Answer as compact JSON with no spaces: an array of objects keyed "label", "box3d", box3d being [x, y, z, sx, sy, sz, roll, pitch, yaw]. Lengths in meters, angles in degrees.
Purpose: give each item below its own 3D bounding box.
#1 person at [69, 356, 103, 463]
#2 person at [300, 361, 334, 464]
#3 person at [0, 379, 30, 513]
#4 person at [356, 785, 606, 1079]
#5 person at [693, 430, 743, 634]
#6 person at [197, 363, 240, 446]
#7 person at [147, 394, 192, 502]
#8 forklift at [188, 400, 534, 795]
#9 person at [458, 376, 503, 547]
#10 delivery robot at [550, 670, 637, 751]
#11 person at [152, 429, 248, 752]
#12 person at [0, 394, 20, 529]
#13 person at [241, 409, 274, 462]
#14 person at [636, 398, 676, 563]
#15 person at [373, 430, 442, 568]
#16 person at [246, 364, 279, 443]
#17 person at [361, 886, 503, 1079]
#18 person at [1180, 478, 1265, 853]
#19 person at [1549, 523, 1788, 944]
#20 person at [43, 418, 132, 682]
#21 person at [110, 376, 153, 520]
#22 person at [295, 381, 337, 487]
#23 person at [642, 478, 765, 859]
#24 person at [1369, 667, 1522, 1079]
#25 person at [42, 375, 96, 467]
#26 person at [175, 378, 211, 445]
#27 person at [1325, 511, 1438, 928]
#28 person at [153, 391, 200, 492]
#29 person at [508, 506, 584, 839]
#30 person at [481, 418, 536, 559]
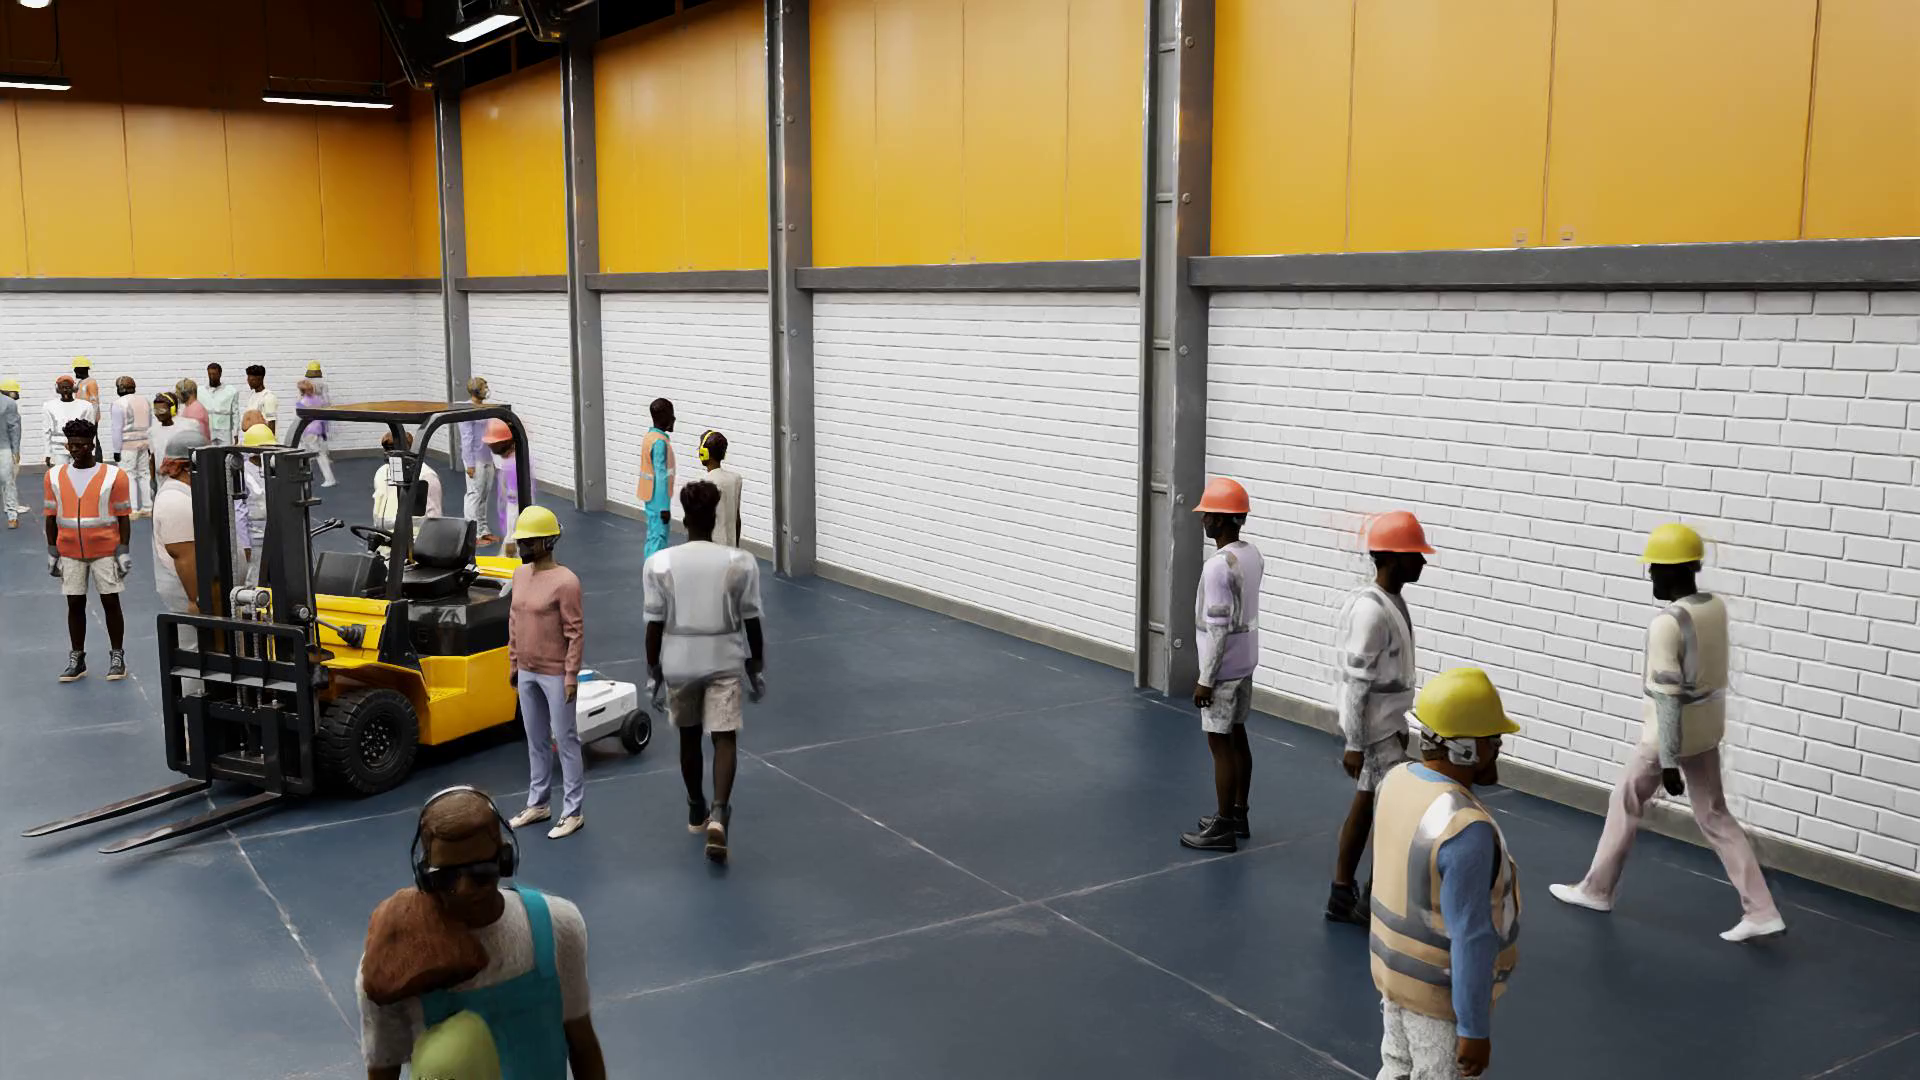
[{"label":"person","box3d":[-13.383,-1.855,25.491,0.587,1.927,0.369,8,12,43]},{"label":"person","box3d":[-10.853,-2.143,28.045,0.493,1.743,0.295,0,8,2]},{"label":"person","box3d":[-12.433,-1.233,21.846,0.330,1.765,0.533,-3,9,-20]},{"label":"person","box3d":[-1.058,1.423,3.762,0.539,1.827,0.701,-6,10,-36]},{"label":"person","box3d":[-1.830,0.113,12.414,0.328,1.872,0.513,5,10,33]},{"label":"person","box3d":[-10.346,-1.512,23.197,0.593,1.922,0.391,-1,9,-8]},{"label":"person","box3d":[-8.041,-0.558,16.980,0.505,1.864,0.331,1,8,7]},{"label":"forklift","box3d":[-3.529,0.258,10.348,1.214,2.155,2.313,4,9,25]},{"label":"person","box3d":[-5.479,-0.893,18.967,0.368,1.940,0.633,1,9,8]},{"label":"delivery robot","box3d":[-2.303,1.044,10.233,0.477,0.478,0.707,3,9,22]},{"label":"person","box3d":[-4.800,0.306,10.539,0.538,2.000,0.683,-4,9,-25]},{"label":"person","box3d":[-11.811,-1.080,20.286,0.630,1.929,0.392,-3,9,-22]},{"label":"person","box3d":[-7.570,-0.594,17.971,0.280,1.632,0.501,2,9,14]},{"label":"person","box3d":[-2.798,-0.356,15.415,0.389,1.918,0.590,-3,9,-18]},{"label":"person","box3d":[-4.287,0.063,12.845,0.629,1.842,0.429,5,10,29]},{"label":"person","box3d":[-9.178,-1.336,21.901,0.374,1.958,0.605,-8,12,-43]},{"label":"person","box3d":[-1.077,1.550,3.694,0.654,1.584,0.551,-3,9,-18]},{"label":"person","box3d":[1.357,0.643,8.614,0.354,1.939,0.545,5,10,28]},{"label":"person","box3d":[3.246,0.852,7.448,0.597,1.870,1.025,-6,10,-35]},{"label":"person","box3d":[-6.474,0.073,12.360,0.604,1.966,0.367,-2,9,-11]},{"label":"person","box3d":[-10.575,-1.174,21.226,0.429,1.835,0.629,2,9,14]},{"label":"person","box3d":[-9.670,-1.572,24.706,0.881,1.583,0.529,2,9,11]},{"label":"person","box3d":[-1.324,0.651,8.590,0.612,1.937,0.907,-1,8,-5]},{"label":"person","box3d":[1.386,1.264,4.780,0.404,1.833,0.591,-1,9,-8]},{"label":"person","box3d":[-10.882,-1.069,20.342,0.576,1.882,0.355,-5,10,-28]},{"label":"person","box3d":[-8.591,-0.854,18.718,0.353,1.933,0.633,-4,9,-25]},{"label":"person","box3d":[1.914,0.826,7.412,0.602,1.920,0.569,4,9,24]},{"label":"person","box3d":[-8.377,-0.683,17.878,0.552,1.838,0.392,-8,12,-43]},{"label":"person","box3d":[-2.212,0.696,8.834,0.523,1.769,0.314,6,10,34]},{"label":"person","box3d":[-3.622,-0.070,13.564,0.519,1.907,0.620,-3,9,-17]}]
